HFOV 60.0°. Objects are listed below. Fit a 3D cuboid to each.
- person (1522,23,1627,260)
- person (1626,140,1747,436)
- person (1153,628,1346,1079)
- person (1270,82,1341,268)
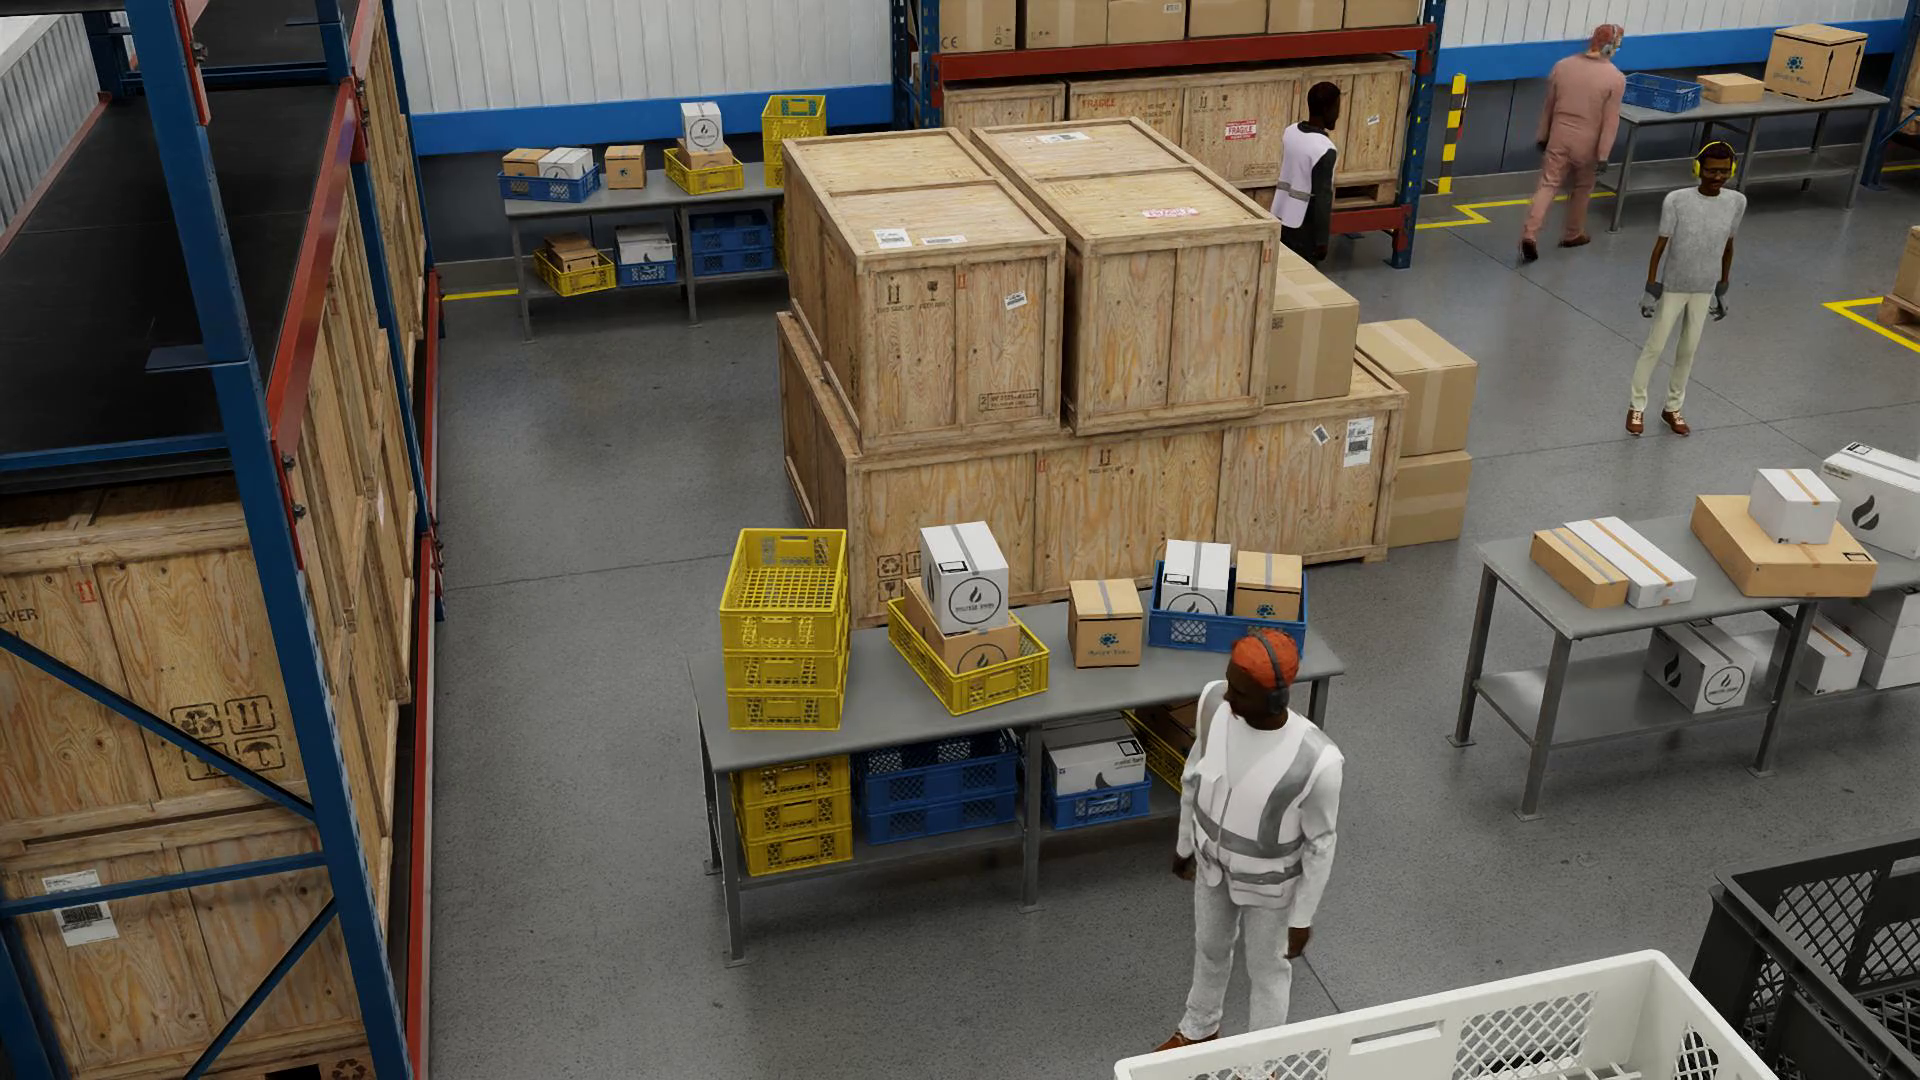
[{"bbox_3d":[4.857,-3.151,13.183,0.664,1.862,0.951,26,38,38],"label":"person"},{"bbox_3d":[4.475,-1.531,10.223,0.537,1.869,0.312,1,29,2],"label":"person"},{"bbox_3d":[0.932,1.093,5.446,0.355,1.883,0.572,-23,36,-35],"label":"person"},{"bbox_3d":[2.320,-2.148,11.310,0.389,1.906,0.592,-9,30,-15],"label":"person"}]
